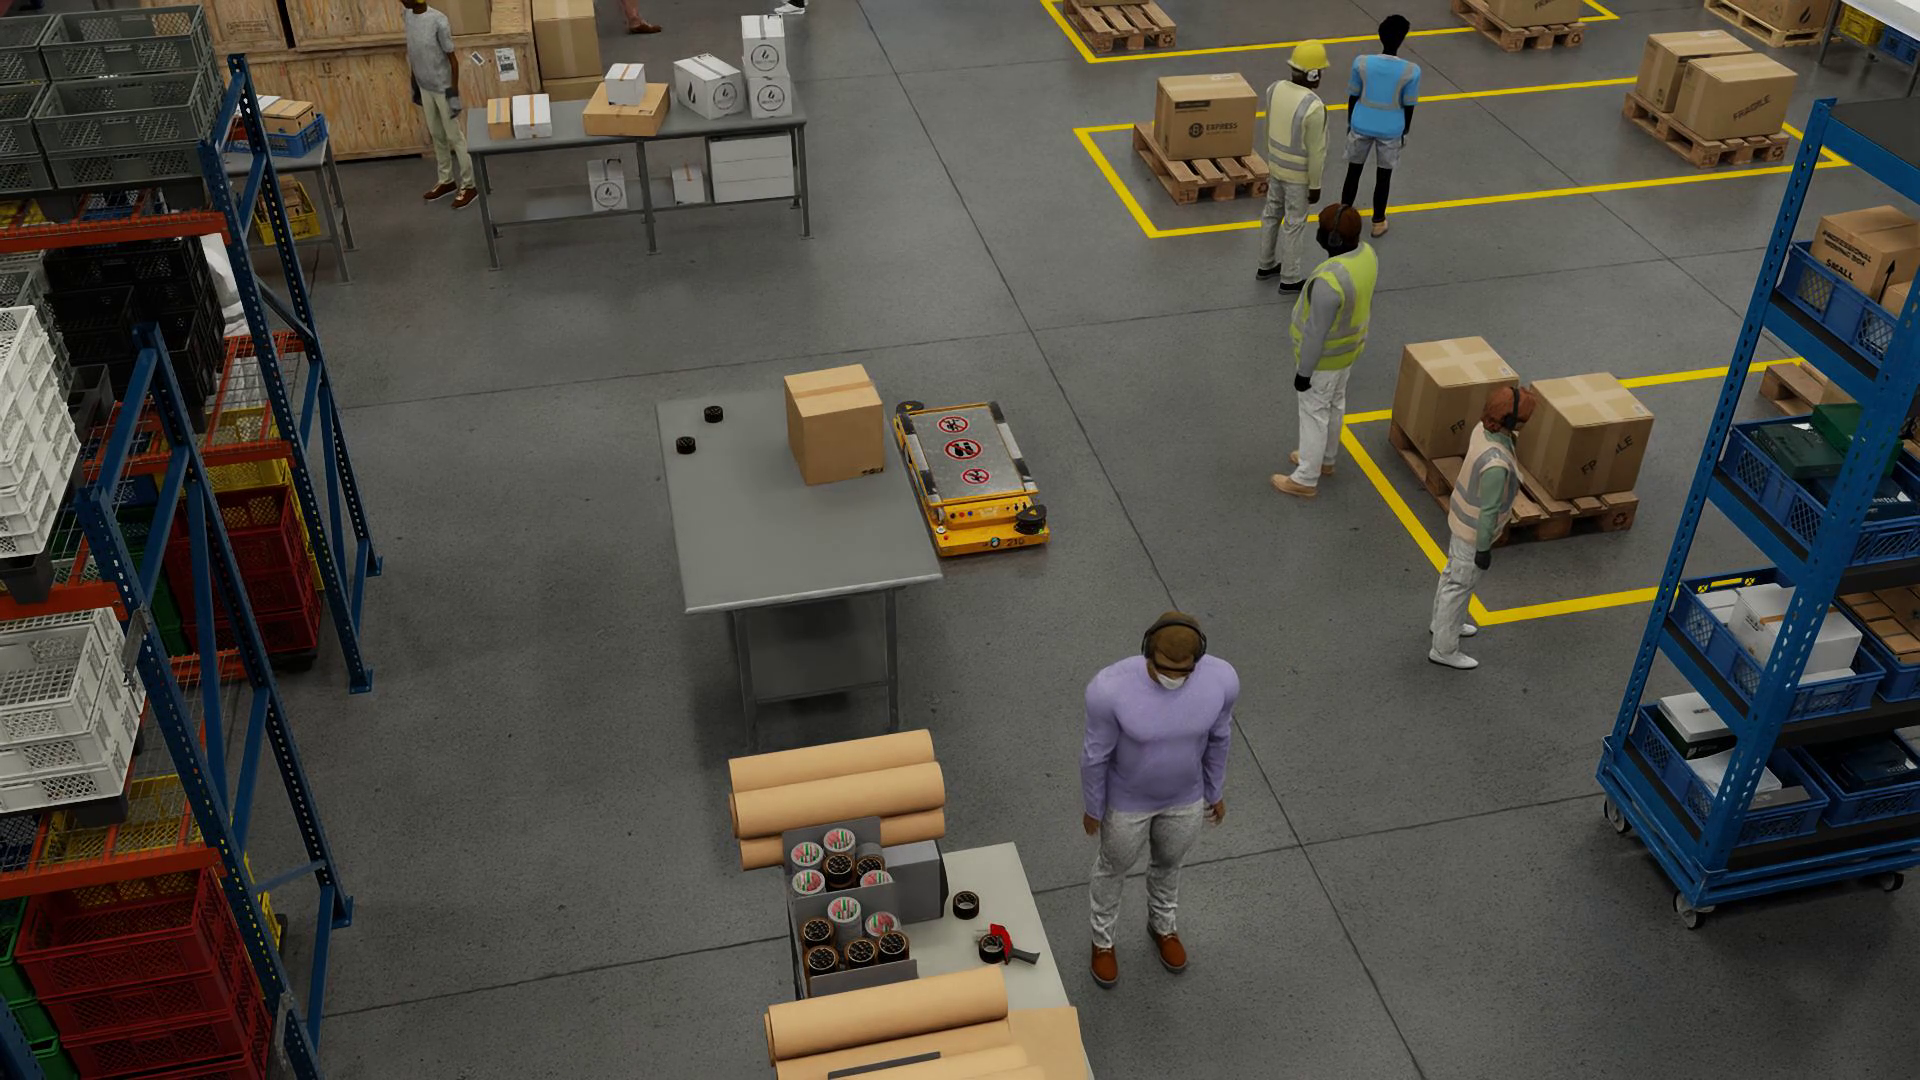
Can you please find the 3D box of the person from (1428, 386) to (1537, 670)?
[{"bbox_3d":[2.639,-0.070,8.494,0.313,1.634,0.514,6,37,9],"label":"person"}]

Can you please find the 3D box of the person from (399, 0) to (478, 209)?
[{"bbox_3d":[-4.080,-3.495,12.904,0.517,1.865,0.327,21,42,26],"label":"person"}]

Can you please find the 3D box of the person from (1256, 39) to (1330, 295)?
[{"bbox_3d":[2.375,-2.633,11.770,0.404,1.833,0.589,-18,40,-22],"label":"person"}]

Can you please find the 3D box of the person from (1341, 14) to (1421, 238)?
[{"bbox_3d":[3.142,-3.101,12.518,0.530,1.690,0.318,16,40,21],"label":"person"}]

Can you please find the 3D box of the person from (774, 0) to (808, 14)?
[{"bbox_3d":[-1.696,-6.217,16.519,0.392,1.917,0.587,6,37,7],"label":"person"}]

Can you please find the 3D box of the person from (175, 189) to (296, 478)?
[{"bbox_3d":[-4.354,-1.262,9.885,0.337,1.882,0.583,0,37,1],"label":"person"}]

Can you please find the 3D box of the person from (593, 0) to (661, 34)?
[{"bbox_3d":[-3.447,-5.825,16.044,0.875,1.864,0.651,1,37,2],"label":"person"}]

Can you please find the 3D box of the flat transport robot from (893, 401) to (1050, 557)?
[{"bbox_3d":[0.046,-0.430,10.108,0.652,0.197,1.431,-8,37,-10],"label":"flat transport robot"}]

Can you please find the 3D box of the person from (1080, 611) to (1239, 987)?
[{"bbox_3d":[0.790,1.040,6.752,0.627,1.934,0.370,-7,37,-9],"label":"person"}]

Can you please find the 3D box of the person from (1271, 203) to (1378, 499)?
[{"bbox_3d":[2.129,-1.102,9.715,0.428,1.835,0.615,23,42,27],"label":"person"}]
